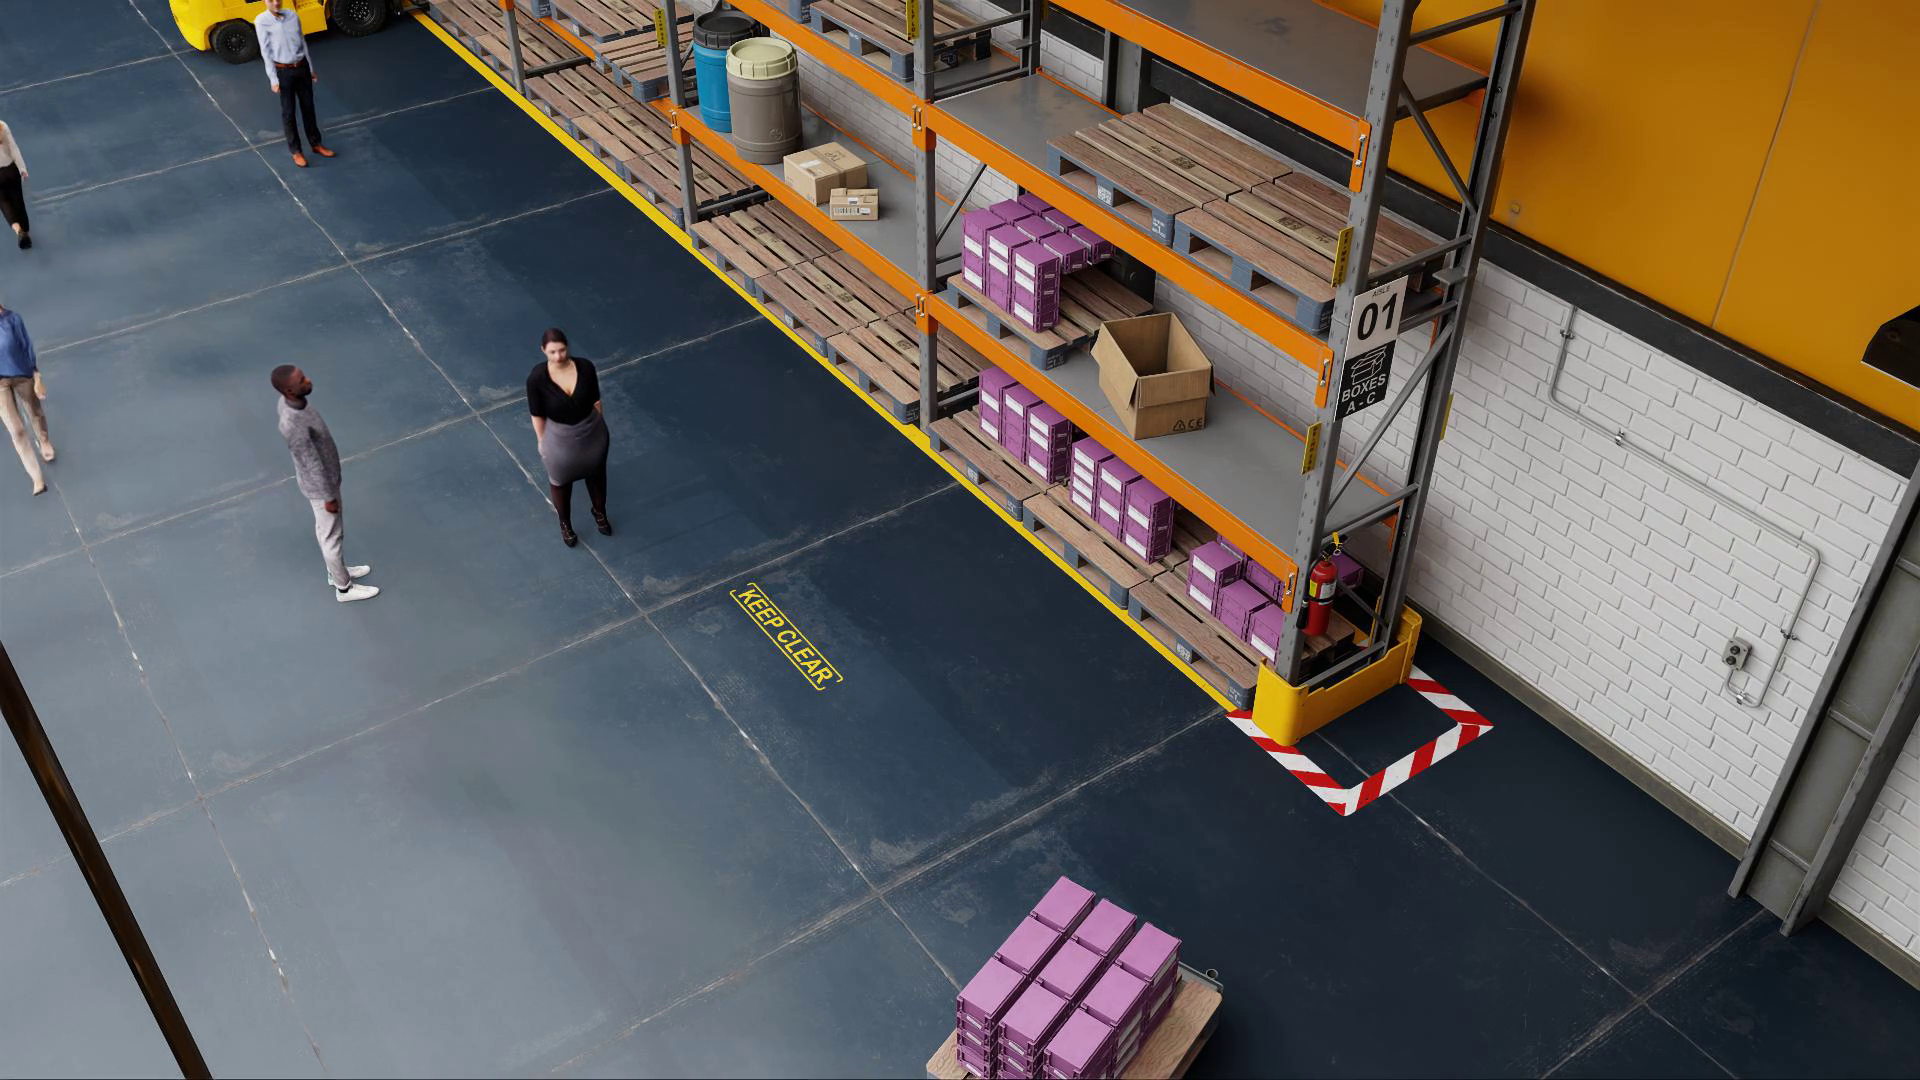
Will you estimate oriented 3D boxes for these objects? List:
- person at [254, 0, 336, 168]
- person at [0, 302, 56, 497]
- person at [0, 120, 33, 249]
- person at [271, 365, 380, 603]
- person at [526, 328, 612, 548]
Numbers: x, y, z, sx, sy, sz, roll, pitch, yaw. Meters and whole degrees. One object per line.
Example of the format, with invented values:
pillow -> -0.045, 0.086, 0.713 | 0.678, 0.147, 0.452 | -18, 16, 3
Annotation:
person -> -6.649, -4.640, 16.551 | 0.620, 1.789, 0.686 | 29, 47, 32
person -> -7.050, -1.212, 12.371 | 0.739, 1.648, 1.137 | -17, 42, -20
person -> -8.716, -3.315, 15.147 | 0.568, 1.470, 0.638 | -23, 44, -26
person -> -4.326, -0.391, 11.189 | 0.775, 1.839, 0.542 | -17, 42, -20
person -> -2.727, -0.731, 11.680 | 0.699, 1.759, 0.647 | -18, 42, -21
